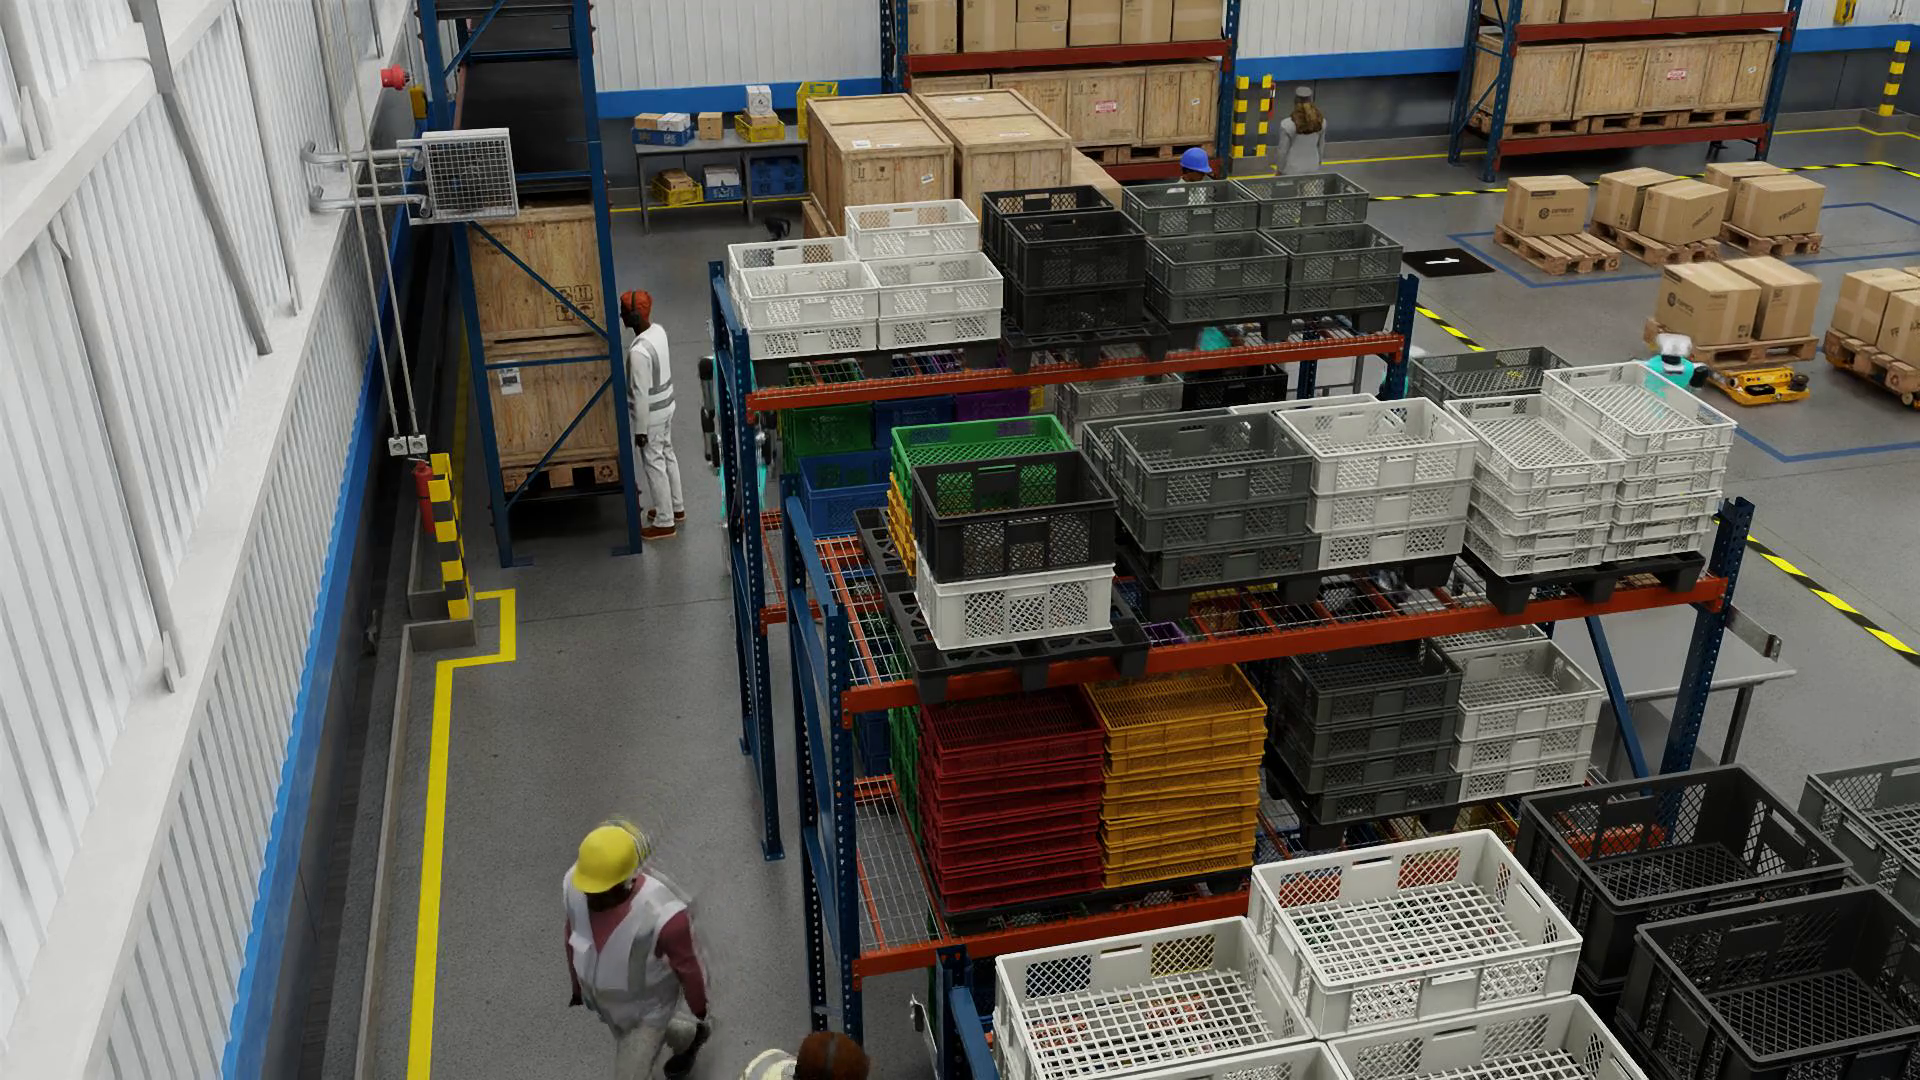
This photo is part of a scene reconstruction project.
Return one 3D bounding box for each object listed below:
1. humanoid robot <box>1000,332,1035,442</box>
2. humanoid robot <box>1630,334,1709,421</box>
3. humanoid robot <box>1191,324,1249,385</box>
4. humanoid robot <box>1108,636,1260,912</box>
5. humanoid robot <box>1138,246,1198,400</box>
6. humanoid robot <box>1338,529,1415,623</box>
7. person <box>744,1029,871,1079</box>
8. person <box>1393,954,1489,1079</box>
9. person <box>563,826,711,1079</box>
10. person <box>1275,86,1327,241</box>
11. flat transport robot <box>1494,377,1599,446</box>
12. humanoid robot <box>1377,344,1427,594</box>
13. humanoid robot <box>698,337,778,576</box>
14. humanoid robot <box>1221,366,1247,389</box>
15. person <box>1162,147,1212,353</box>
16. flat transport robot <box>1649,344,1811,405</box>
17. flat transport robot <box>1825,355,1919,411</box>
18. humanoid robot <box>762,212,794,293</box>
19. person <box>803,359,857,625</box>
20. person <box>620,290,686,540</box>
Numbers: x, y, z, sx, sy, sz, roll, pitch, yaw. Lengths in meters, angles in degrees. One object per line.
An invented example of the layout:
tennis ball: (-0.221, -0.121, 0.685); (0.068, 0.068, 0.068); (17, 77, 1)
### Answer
humanoid robot: (0.261, -0.719, 11.898); (0.538, 1.639, 0.600); (9, 29, 17)
humanoid robot: (4.807, -0.717, 11.832); (0.564, 1.756, 0.785); (2, 28, 3)
humanoid robot: (1.706, -0.958, 12.325); (1.034, 1.757, 0.552); (-13, 31, -24)
humanoid robot: (1.155, 1.222, 8.225); (1.071, 1.754, 0.532); (-7, 29, -13)
humanoid robot: (1.598, -1.334, 13.019); (0.577, 1.796, 0.830); (8, 29, 15)
humanoid robot: (2.717, -0.058, 10.682); (0.465, 1.642, 0.612); (-8, 29, -15)
person: (-0.470, 2.374, 5.899); (0.645, 1.798, 0.498); (22, 35, 35)
person: (1.686, 2.196, 6.060); (0.368, 1.966, 0.605); (-10, 30, -19)
person: (-1.336, 1.836, 6.935); (0.589, 1.787, 0.917); (16, 32, 27)
person: (3.680, -4.027, 18.083); (0.564, 1.761, 0.407); (-9, 29, -17)
flat transport robot: (4.780, -1.036, 14.013); (0.659, 0.231, 1.431); (-6, 28, -12)
humanoid robot: (3.071, -0.425, 11.302); (0.755, 1.814, 0.561); (16, 32, 27)
humanoid robot: (-1.495, -0.542, 11.481); (0.542, 1.765, 0.697); (-4, 28, -8)
humanoid robot: (1.810, -0.501, 11.477); (0.352, 1.643, 0.589); (-7, 29, -14)
person: (2.059, -2.642, 15.273); (0.411, 1.939, 0.602); (20, 34, 34)
flat transport robot: (6.961, -1.607, 15.066); (0.652, 0.197, 1.431); (-6, 28, -12)
flat transport robot: (8.476, -1.460, 14.787); (0.652, 0.197, 1.431); (-6, 28, -12)
humanoid robot: (-1.572, -2.049, 14.423); (0.440, 1.651, 0.599); (-7, 29, -13)
person: (-0.865, -0.400, 10.904); (0.375, 2.045, 0.604); (5, 28, 9)
person: (-2.237, -0.917, 12.062); (0.339, 1.878, 0.569); (3, 28, 6)
